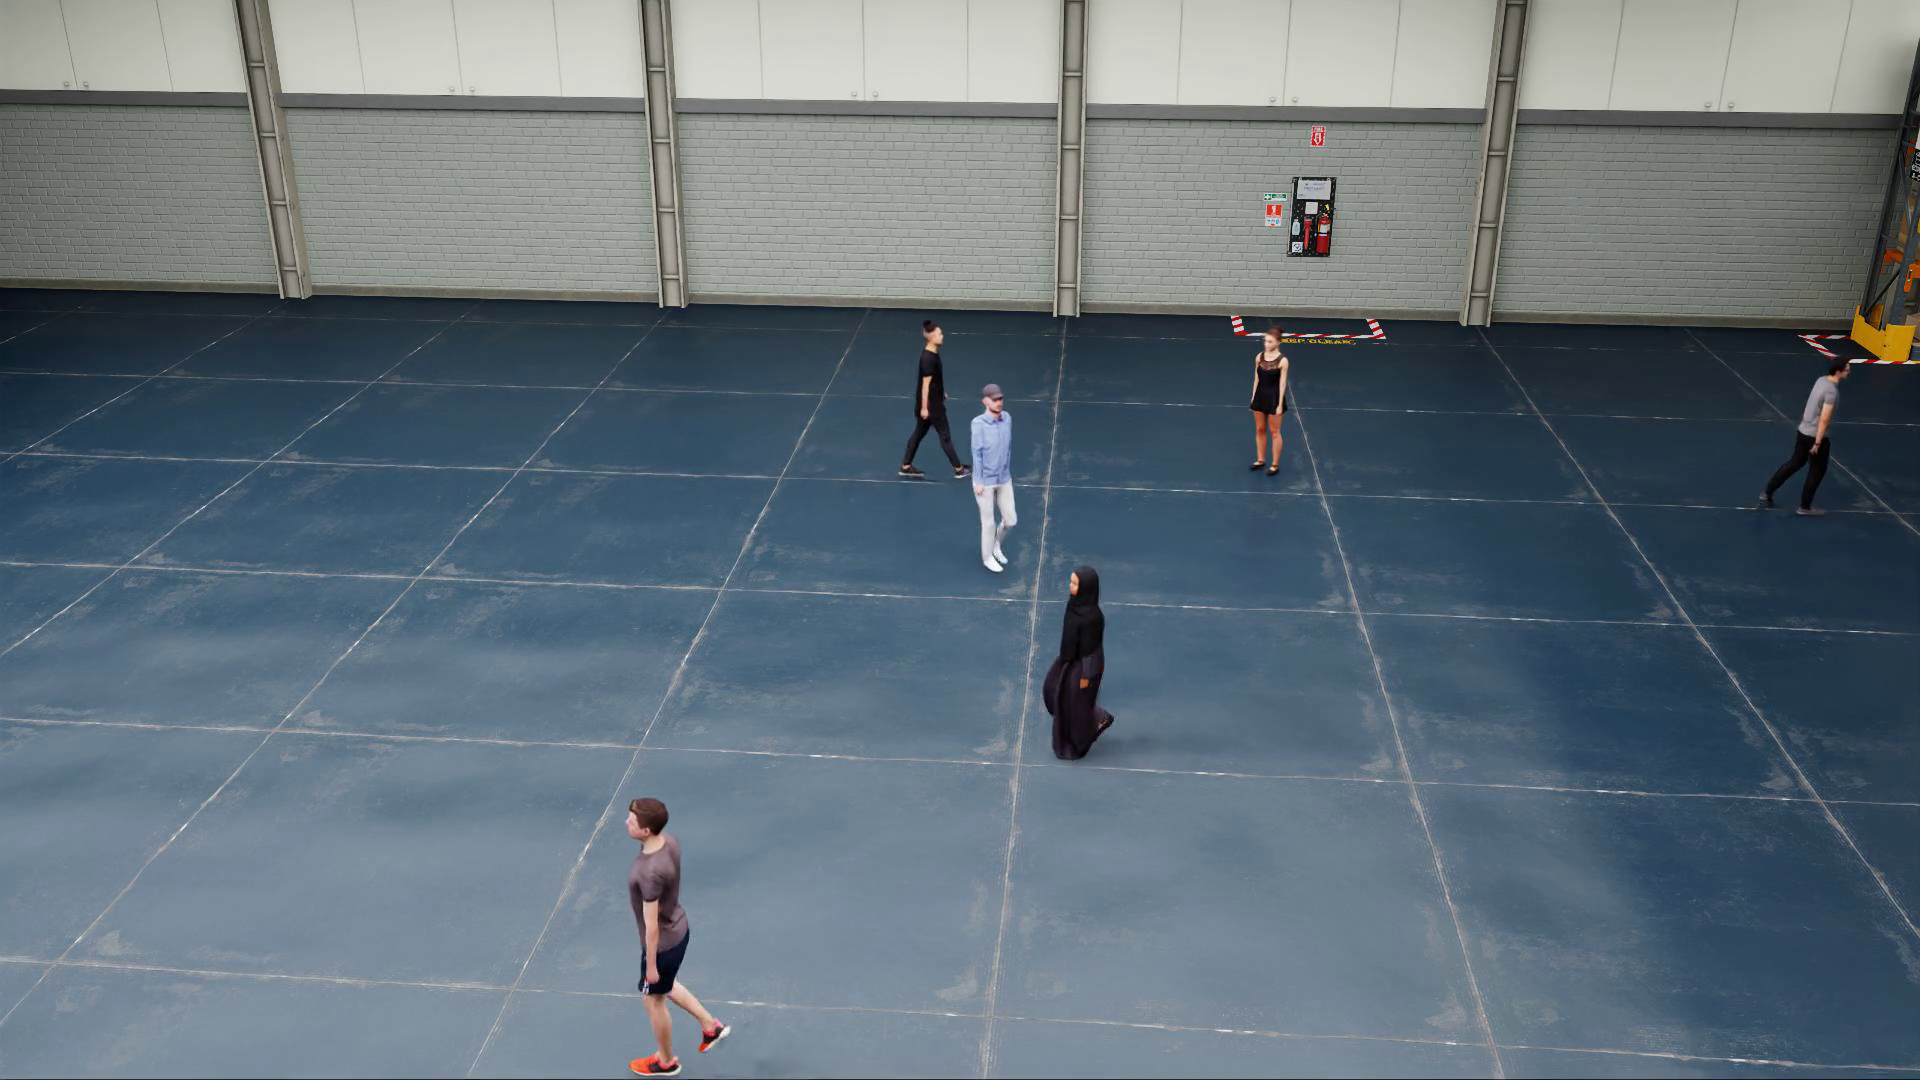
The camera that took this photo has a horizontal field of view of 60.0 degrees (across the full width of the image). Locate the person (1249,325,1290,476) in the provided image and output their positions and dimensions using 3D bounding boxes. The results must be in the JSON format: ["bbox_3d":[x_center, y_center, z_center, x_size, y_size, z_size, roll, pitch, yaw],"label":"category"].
[{"bbox_3d":[3.457,-1.569,18.537,0.745,1.679,0.674,-21,31,-40],"label":"person"}]

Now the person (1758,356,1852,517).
[{"bbox_3d":[8.847,-1.093,17.355,0.852,1.728,0.665,0,23,1],"label":"person"}]

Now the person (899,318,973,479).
[{"bbox_3d":[-0.406,-1.518,18.241,1.138,1.817,0.734,1,23,1],"label":"person"}]

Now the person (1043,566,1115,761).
[{"bbox_3d":[0.995,0.925,12.764,0.886,1.607,0.757,-6,24,-14],"label":"person"}]

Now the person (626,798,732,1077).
[{"bbox_3d":[-1.600,2.247,9.354,0.806,1.843,0.656,2,23,4],"label":"person"}]

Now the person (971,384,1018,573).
[{"bbox_3d":[0.270,-0.617,16.045,0.763,1.877,0.841,-14,27,-30],"label":"person"}]
